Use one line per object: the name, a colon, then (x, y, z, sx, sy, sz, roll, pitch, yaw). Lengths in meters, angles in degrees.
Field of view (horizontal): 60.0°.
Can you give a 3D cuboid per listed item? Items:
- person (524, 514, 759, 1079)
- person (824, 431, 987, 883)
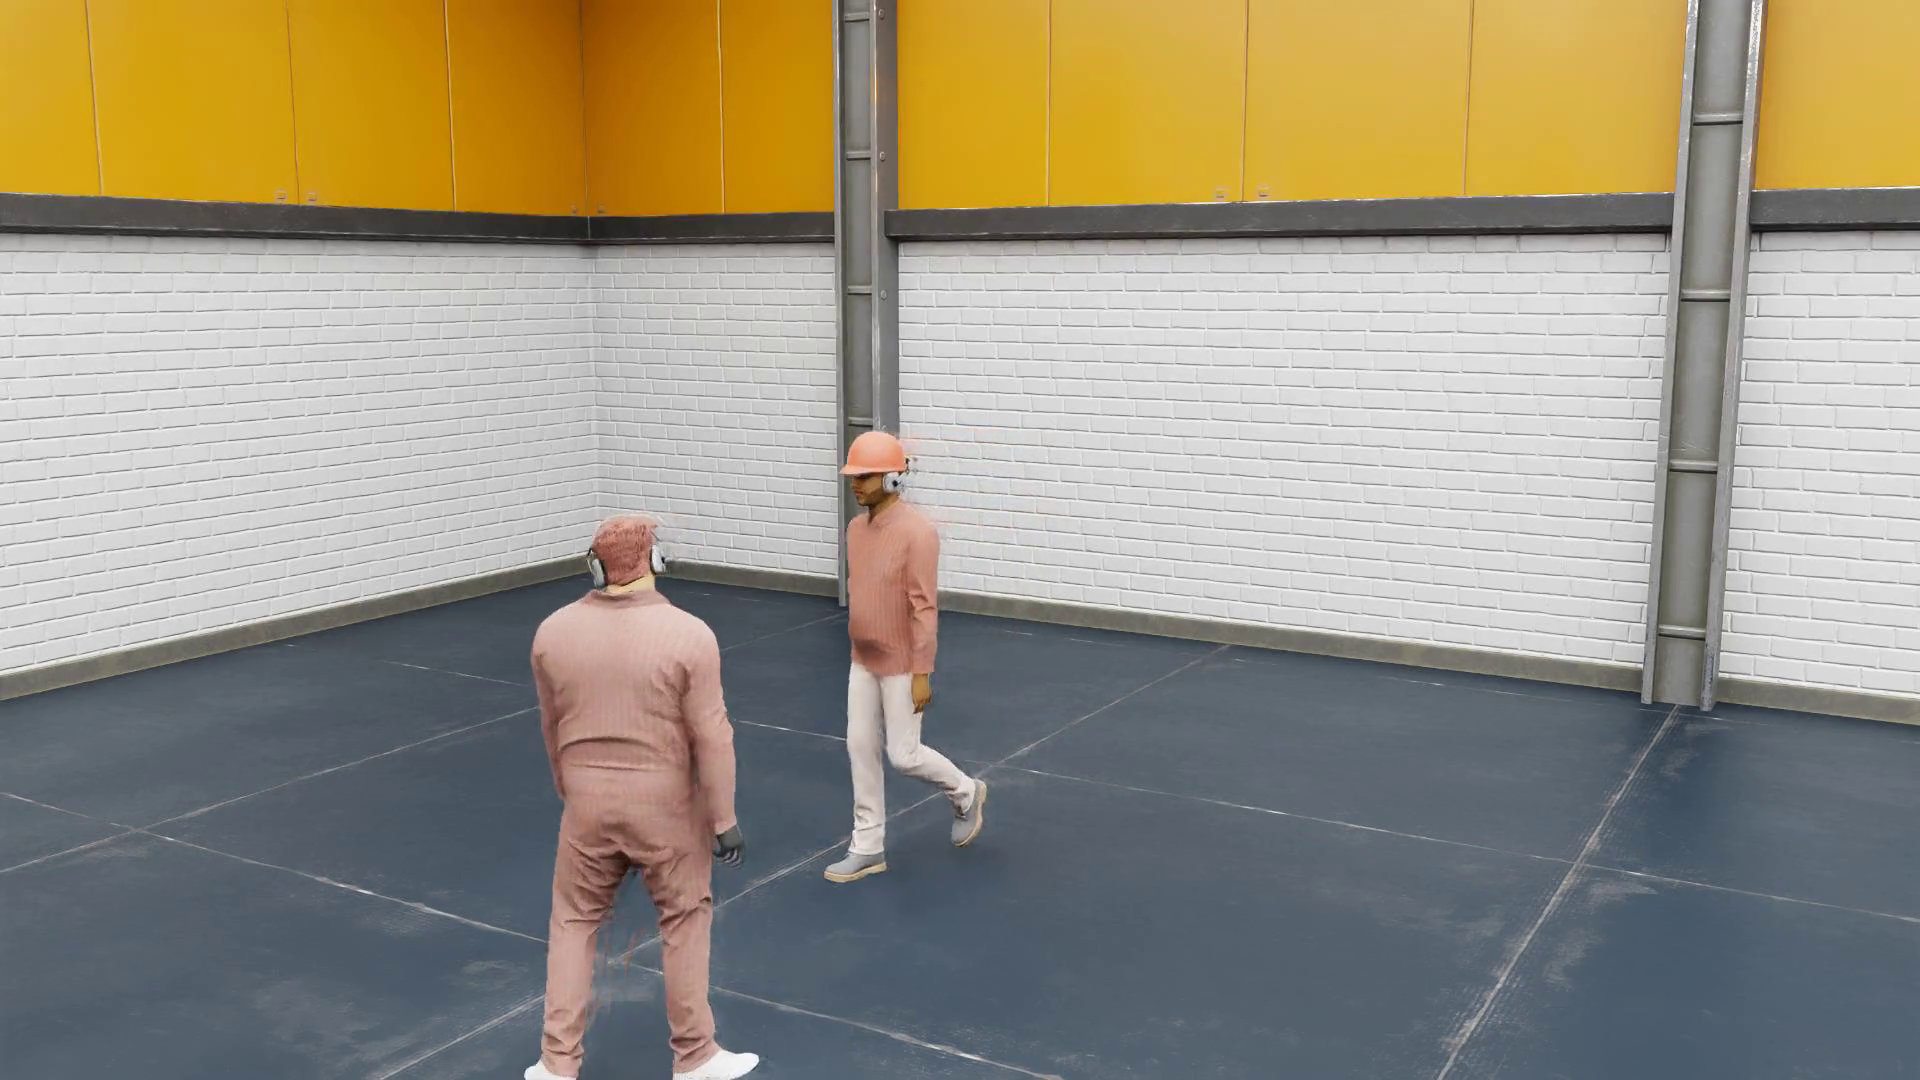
person: (-1.069, 0.865, 5.325, 0.805, 1.883, 0.464, 2, 9, 12)
person: (-0.248, 0.500, 7.291, 0.706, 1.979, 0.619, -8, 12, -40)
